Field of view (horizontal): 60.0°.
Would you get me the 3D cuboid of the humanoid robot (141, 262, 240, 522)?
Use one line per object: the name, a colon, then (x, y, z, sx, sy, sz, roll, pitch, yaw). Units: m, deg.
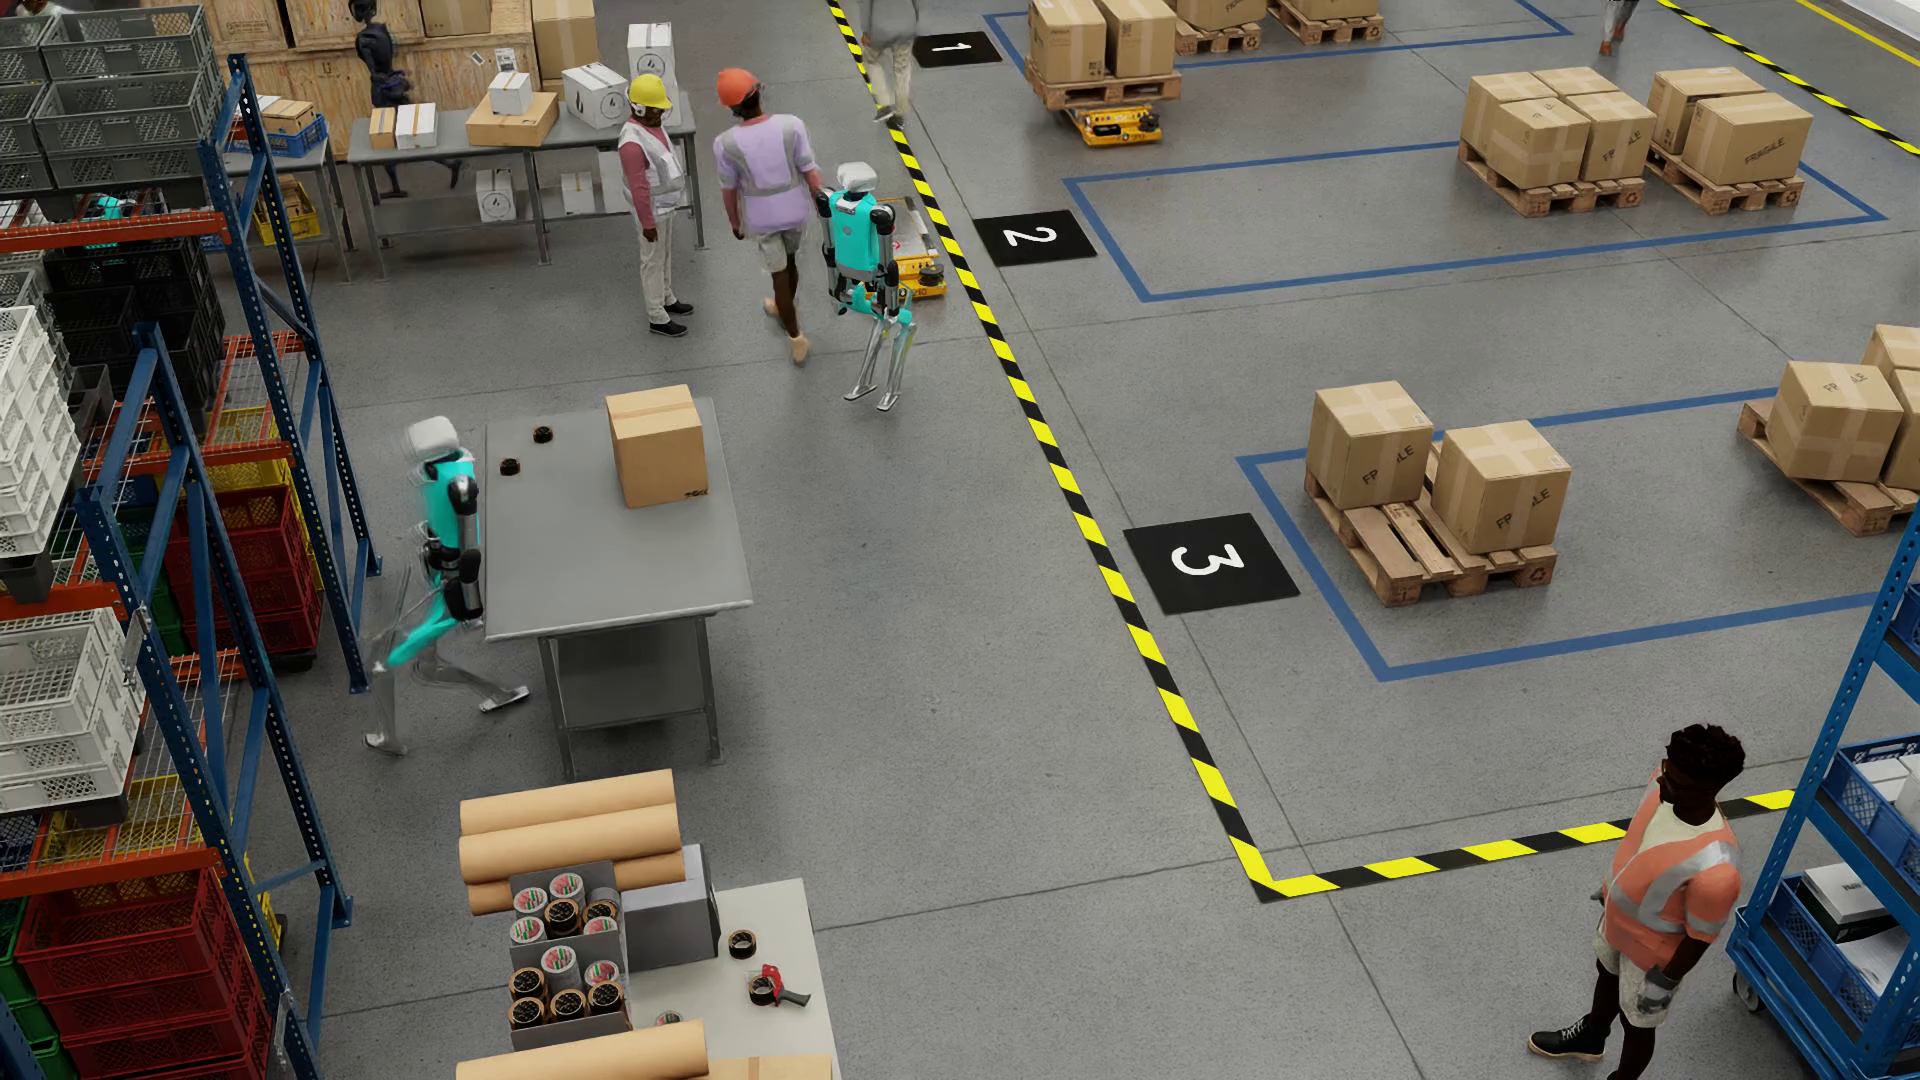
humanoid robot: (-4.411, -0.823, 9.495, 0.487, 1.634, 0.606, 16, 39, 20)

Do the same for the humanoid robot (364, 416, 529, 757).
humanoid robot: (-2.673, 0.293, 7.947, 0.975, 1.767, 0.539, -21, 41, -25)

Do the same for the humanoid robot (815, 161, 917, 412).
humanoid robot: (-0.495, -1.627, 10.398, 0.533, 1.677, 0.735, 21, 41, 26)

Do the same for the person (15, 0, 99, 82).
person: (-6.899, -3.562, 12.983, 0.623, 1.905, 0.702, 18, 40, 23)

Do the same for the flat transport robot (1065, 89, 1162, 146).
flat transport robot: (1.260, -3.896, 14.767, 0.652, 0.197, 1.431, -8, 37, -10)

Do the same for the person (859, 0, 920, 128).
person: (-0.598, -4.381, 14.188, 0.591, 1.754, 0.443, -17, 40, -22)

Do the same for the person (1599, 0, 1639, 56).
person: (6.383, -5.591, 15.734, 0.594, 1.864, 0.755, 10, 38, 13)

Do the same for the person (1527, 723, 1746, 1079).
person: (2.549, 1.439, 6.199, 0.368, 1.966, 0.603, -1, 37, -2)

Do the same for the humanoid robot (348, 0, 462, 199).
humanoid robot: (-4.394, -3.471, 13.068, 0.691, 1.625, 0.606, -2, 37, -3)

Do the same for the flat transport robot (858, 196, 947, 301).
flat transport robot: (-0.570, -2.220, 12.538, 0.659, 0.231, 1.431, -8, 37, -10)

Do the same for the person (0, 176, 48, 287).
person: (-5.925, -1.660, 10.433, 0.574, 1.882, 0.362, -28, 45, -32)

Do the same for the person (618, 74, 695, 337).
person: (-2.062, -2.275, 11.310, 0.403, 1.822, 0.587, 2, 37, 3)

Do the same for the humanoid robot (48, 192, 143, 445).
humanoid robot: (-5.083, -1.314, 10.004, 0.532, 1.694, 0.731, -5, 37, -6)

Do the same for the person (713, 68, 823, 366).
person: (-1.254, -2.181, 11.052, 0.698, 1.974, 0.895, -14, 39, -18)
